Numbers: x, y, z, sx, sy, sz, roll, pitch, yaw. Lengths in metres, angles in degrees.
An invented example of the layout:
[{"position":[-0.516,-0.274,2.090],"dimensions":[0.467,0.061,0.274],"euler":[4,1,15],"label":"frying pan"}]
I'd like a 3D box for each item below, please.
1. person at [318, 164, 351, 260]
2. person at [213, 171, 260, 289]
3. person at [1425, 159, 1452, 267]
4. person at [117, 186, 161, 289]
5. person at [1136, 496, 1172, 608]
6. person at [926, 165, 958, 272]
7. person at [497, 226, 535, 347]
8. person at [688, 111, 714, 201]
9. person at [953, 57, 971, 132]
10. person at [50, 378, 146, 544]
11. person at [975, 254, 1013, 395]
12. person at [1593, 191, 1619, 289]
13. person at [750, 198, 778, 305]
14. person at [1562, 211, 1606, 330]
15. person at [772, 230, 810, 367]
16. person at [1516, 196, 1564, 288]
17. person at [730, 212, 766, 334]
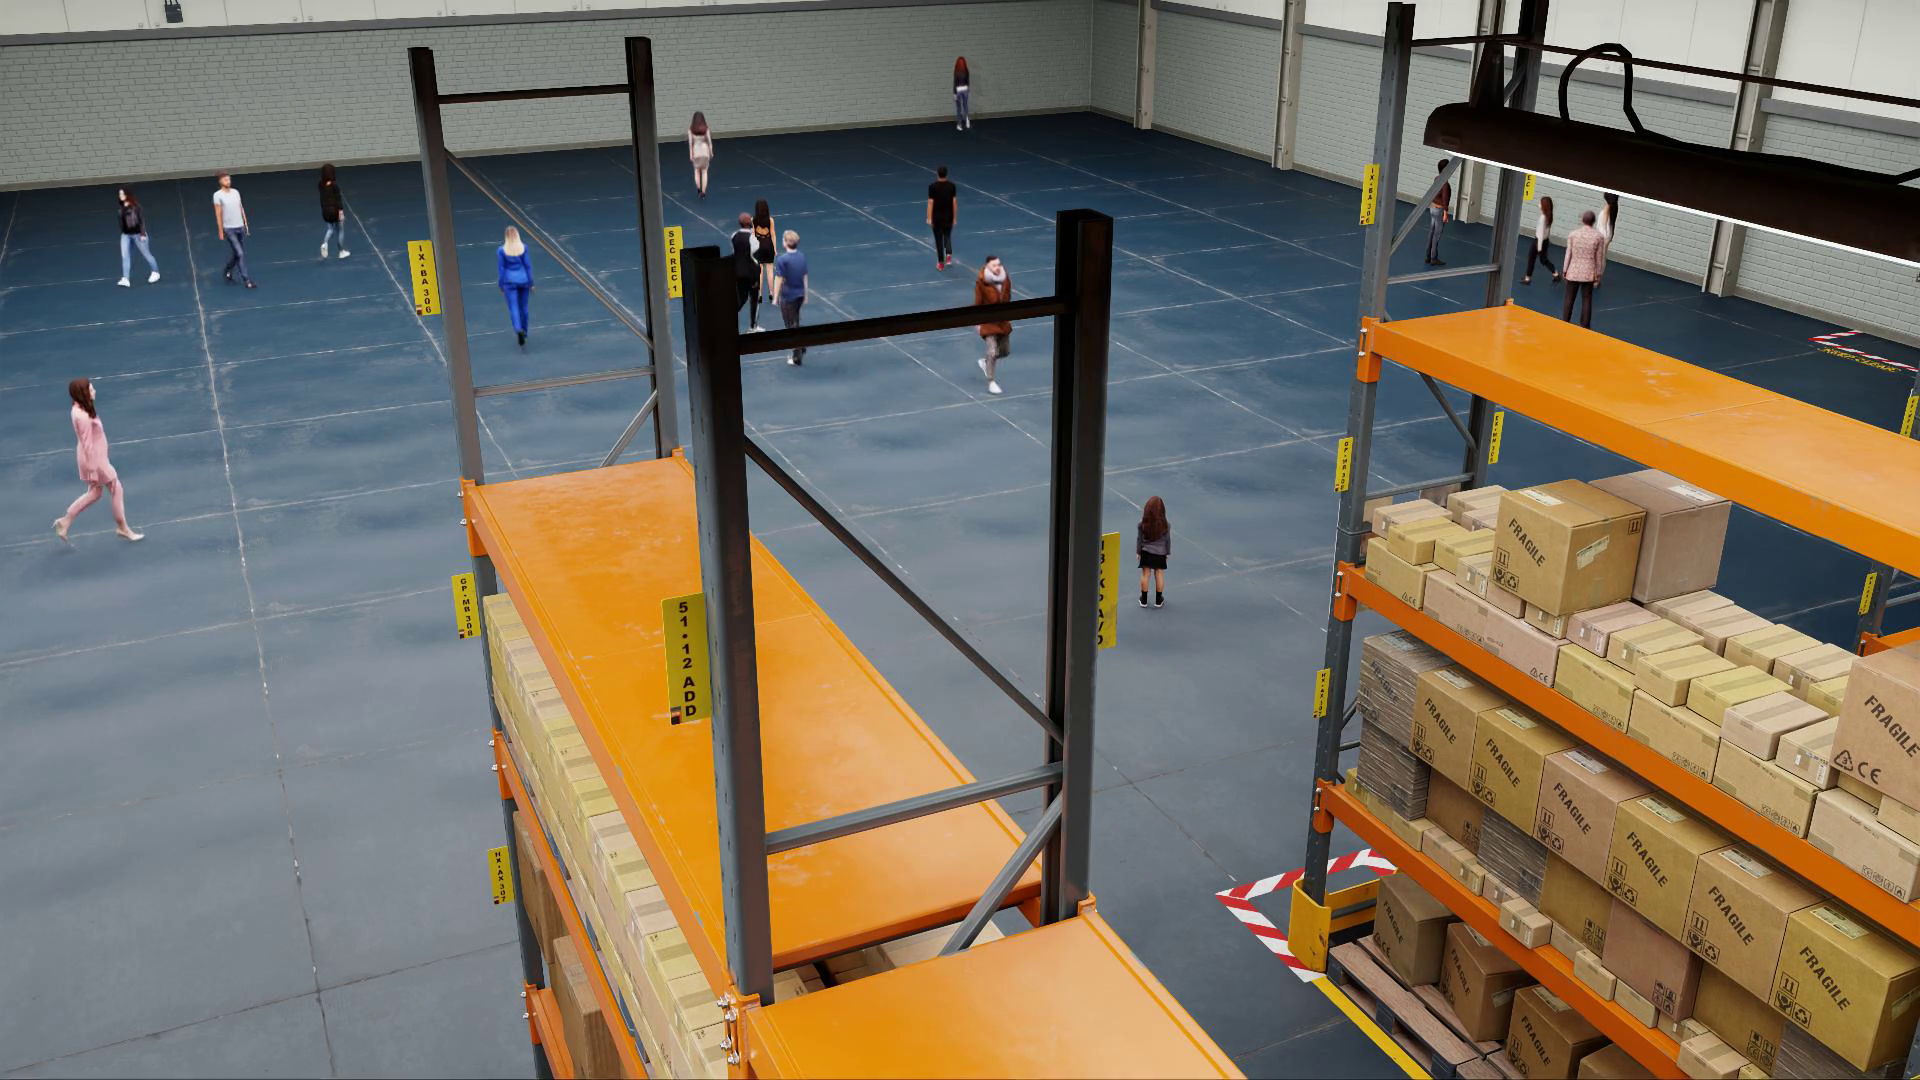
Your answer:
[{"position":[-10.806,-5.608,28.509],"dimensions":[0.842,1.632,0.951],"euler":[4,23,10],"label":"person"},{"position":[-11.765,-4.998,26.813],"dimensions":[1.236,1.837,1.053],"euler":[13,26,28],"label":"person"},{"position":[8.126,-5.572,28.234],"dimensions":[0.766,1.782,0.575],"euler":[-3,23,-7],"label":"person"},{"position":[-13.307,-4.910,26.920],"dimensions":[1.049,1.590,1.209],"euler":[4,23,8],"label":"person"},{"position":[1.828,0.099,15.761],"dimensions":[0.537,1.106,0.556],"euler":[2,23,4],"label":"person"},{"position":[-0.279,-5.362,27.784],"dimensions":[0.672,1.746,0.649],"euler":[-7,24,-15],"label":"person"},{"position":[-6.319,-3.603,23.744],"dimensions":[0.638,1.671,1.076],"euler":[-10,25,-22],"label":"person"},{"position":[-5.164,-7.636,33.168],"dimensions":[0.806,1.718,1.006],"euler":[-1,23,-2],"label":"person"},{"position":[0.078,-10.953,40.888],"dimensions":[0.635,1.781,0.880],"euler":[-8,24,-18],"label":"person"},{"position":[-8.902,-0.755,16.916],"dimensions":[0.776,1.773,1.035],"euler":[-15,27,-31],"label":"person"},{"position":[0.412,-2.846,21.773],"dimensions":[0.781,1.820,0.930],"euler":[-14,27,-30],"label":"person"},{"position":[10.402,-4.891,26.797],"dimensions":[0.715,1.651,0.658],"euler":[-13,26,-27],"label":"person"},{"position":[-3.056,-4.501,25.880],"dimensions":[0.617,1.653,0.601],"euler":[-1,23,-1],"label":"person"},{"position":[9.057,-3.884,24.230],"dimensions":[0.762,1.808,0.836],"euler":[9,25,21],"label":"person"},{"position":[-2.226,-3.289,22.770],"dimensions":[0.823,1.855,0.799],"euler":[17,28,34],"label":"person"},{"position":[9.436,-4.776,26.769],"dimensions":[1.026,1.463,0.797],"euler":[18,29,36],"label":"person"},{"position":[-3.148,-3.829,24.091],"dimensions":[0.979,1.816,0.988],"euler":[15,27,31],"label":"person"}]
